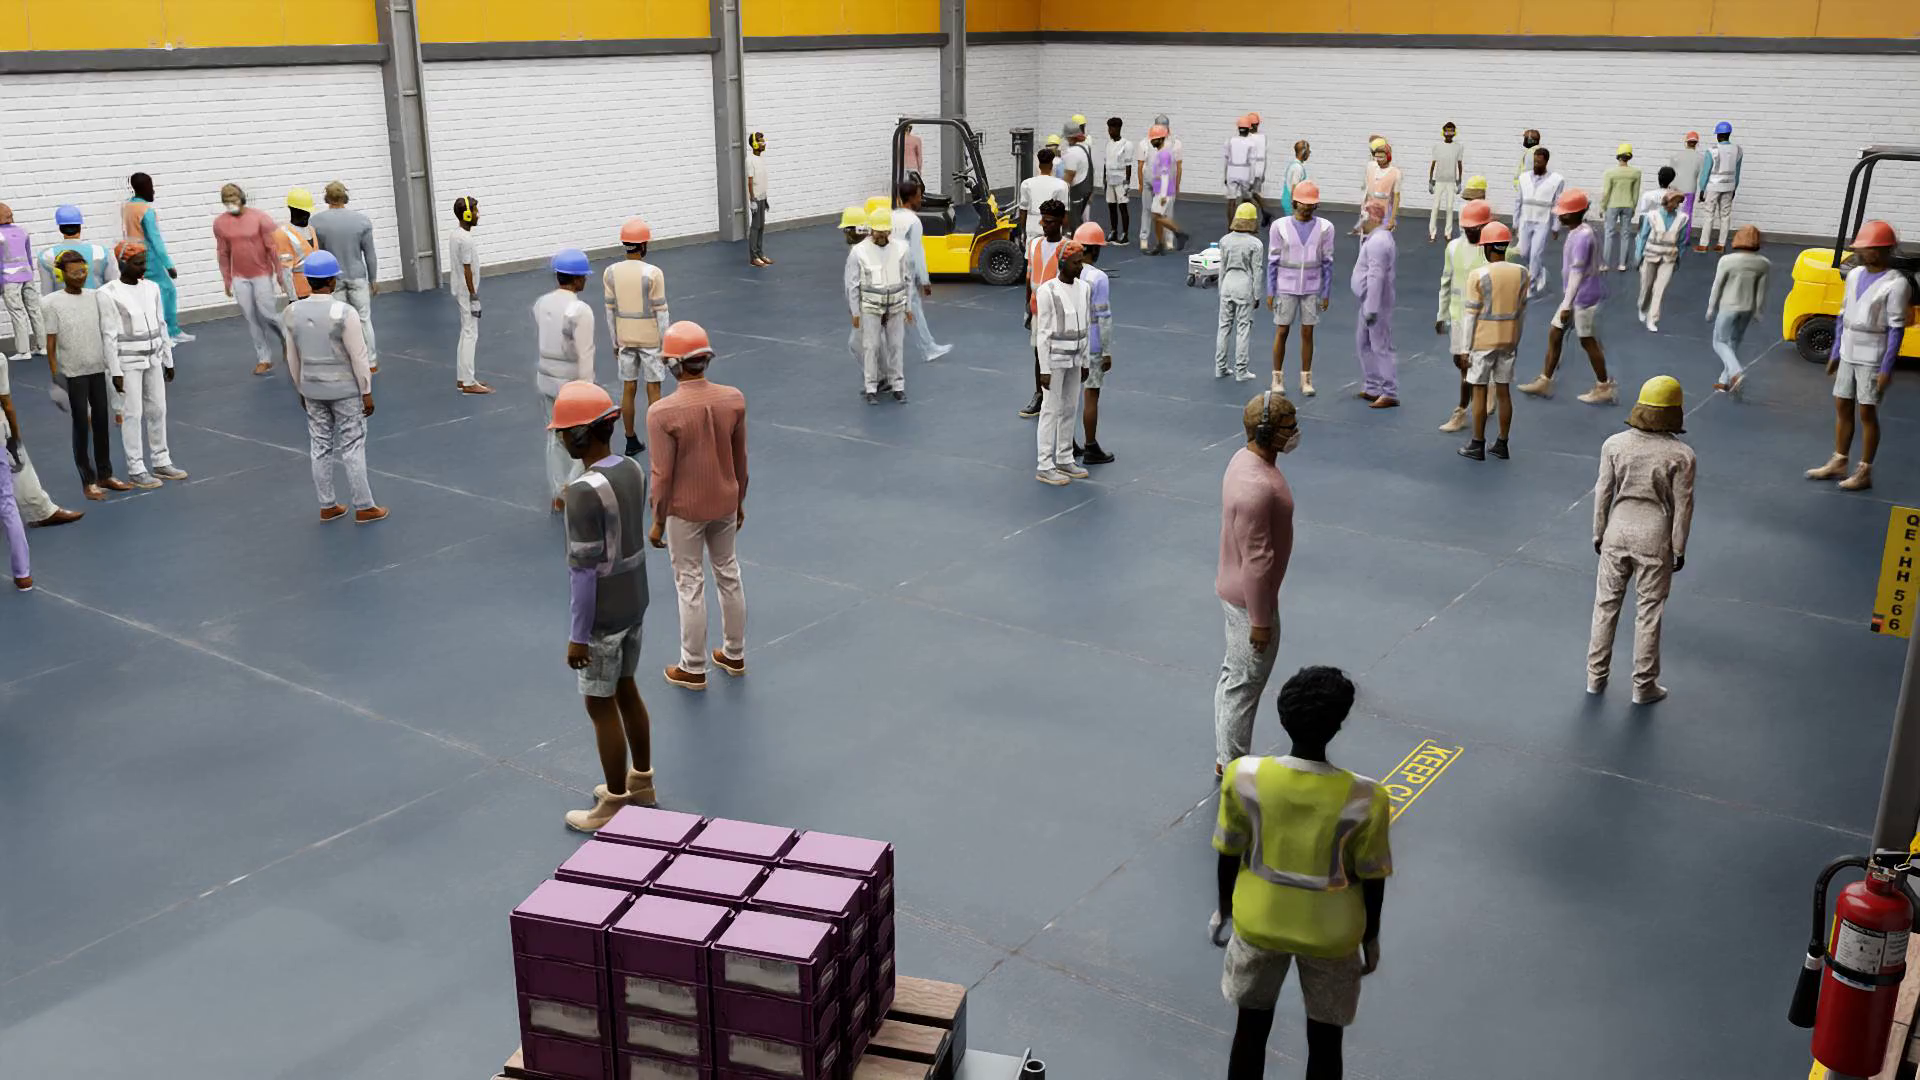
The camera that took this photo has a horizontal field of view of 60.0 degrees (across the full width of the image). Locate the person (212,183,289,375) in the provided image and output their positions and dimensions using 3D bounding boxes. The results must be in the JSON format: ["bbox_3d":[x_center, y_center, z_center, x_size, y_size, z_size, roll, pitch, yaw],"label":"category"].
[{"bbox_3d":[-7.069,-2.620,16.665,0.671,1.908,0.552,2,18,6],"label":"person"}]

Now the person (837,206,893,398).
[{"bbox_3d":[-0.863,-2.208,15.556,0.536,1.795,0.633,-5,18,-16],"label":"person"}]

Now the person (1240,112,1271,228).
[{"bbox_3d":[4.859,-6.050,27.374,0.556,1.920,0.566,-10,20,-28],"label":"person"}]

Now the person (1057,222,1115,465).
[{"bbox_3d":[1.013,-1.571,13.340,0.358,1.937,0.544,-16,24,-40],"label":"person"}]

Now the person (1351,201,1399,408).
[{"bbox_3d":[3.851,-2.155,15.299,0.515,1.872,0.690,3,18,10],"label":"person"}]

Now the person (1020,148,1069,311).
[{"bbox_3d":[1.014,-3.720,20.036,0.603,1.957,0.386,5,18,16],"label":"person"}]

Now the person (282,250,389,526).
[{"bbox_3d":[-4.410,-1.058,11.714,0.602,1.949,0.389,4,18,13],"label":"person"}]

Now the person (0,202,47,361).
[{"bbox_3d":[-9.832,-2.684,17.306,0.315,1.636,0.515,5,18,16],"label":"person"}]

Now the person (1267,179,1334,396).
[{"bbox_3d":[3.195,-2.362,15.662,0.611,2.035,0.406,1,18,3],"label":"person"}]

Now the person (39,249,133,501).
[{"bbox_3d":[-6.507,-1.240,12.415,0.340,1.870,0.537,10,20,29],"label":"person"}]

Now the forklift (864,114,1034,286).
[{"bbox_3d":[-0.171,-4.594,22.377,2.313,2.155,1.214,1,18,3],"label":"forklift"}]

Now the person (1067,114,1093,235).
[{"bbox_3d":[1.931,-5.899,26.902,0.373,1.921,0.585,8,19,23],"label":"person"}]

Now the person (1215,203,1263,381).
[{"bbox_3d":[2.767,-2.450,16.418,0.480,1.733,0.338,14,22,36],"label":"person"}]

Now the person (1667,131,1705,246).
[{"bbox_3d":[11.177,-5.425,25.718,0.637,1.740,0.391,6,19,17],"label":"person"}]

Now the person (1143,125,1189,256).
[{"bbox_3d":[3.031,-5.148,24.561,0.628,1.910,0.578,-2,18,-5],"label":"person"}]

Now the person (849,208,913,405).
[{"bbox_3d":[-0.722,-2.153,15.359,0.601,1.817,0.403,-6,19,-18],"label":"person"}]

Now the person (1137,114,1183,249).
[{"bbox_3d":[3.032,-5.440,25.273,0.684,2.000,0.536,1,18,3],"label":"person"}]

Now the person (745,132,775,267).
[{"bbox_3d":[-2.862,-4.852,23.704,0.324,1.876,0.517,5,18,14],"label":"person"}]

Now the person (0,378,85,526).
[{"bbox_3d":[-6.737,-0.903,11.392,1.006,1.856,0.670,-9,20,-26],"label":"person"}]

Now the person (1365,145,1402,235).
[{"bbox_3d":[5.573,-4.294,22.013,0.390,1.840,0.565,-11,21,-32],"label":"person"}]

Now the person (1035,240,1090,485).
[{"bbox_3d":[0.798,-1.364,12.797,0.568,1.878,0.352,-17,24,-42],"label":"person"}]

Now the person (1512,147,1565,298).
[{"bbox_3d":[7.348,-4.035,21.119,0.600,1.896,0.732,16,24,41],"label":"person"}]

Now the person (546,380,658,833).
[{"bbox_3d":[-1.581,0.301,7.344,0.410,2.028,0.619,3,18,10],"label":"person"}]

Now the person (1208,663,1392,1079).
[{"bbox_3d":[1.038,1.187,5.107,0.537,1.698,0.321,7,19,20],"label":"person"}]

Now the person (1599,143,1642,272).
[{"bbox_3d":[9.168,-4.620,23.152,0.523,1.769,0.309,0,18,-1],"label":"person"}]

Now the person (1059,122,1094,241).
[{"bbox_3d":[1.646,-5.048,24.047,0.536,2.000,0.718,7,19,22],"label":"person"}]

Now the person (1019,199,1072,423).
[{"bbox_3d":[0.814,-2.027,14.716,0.603,1.967,0.366,14,22,37],"label":"person"}]

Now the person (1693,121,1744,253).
[{"bbox_3d":[11.359,-5.271,24.912,0.605,1.939,0.415,-2,18,-7],"label":"person"}]

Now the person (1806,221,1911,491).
[{"bbox_3d":[6.823,-1.384,12.602,0.428,2.033,0.642,-3,18,-10],"label":"person"}]

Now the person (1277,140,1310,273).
[{"bbox_3d":[4.598,-4.568,22.897,0.393,1.825,0.571,1,18,4],"label":"person"}]

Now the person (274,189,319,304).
[{"bbox_3d":[-6.268,-2.395,15.948,0.379,1.918,0.585,2,18,7],"label":"person"}]

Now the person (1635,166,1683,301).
[{"bbox_3d":[8.695,-3.780,20.648,0.541,1.682,0.504,0,18,0],"label":"person"}]

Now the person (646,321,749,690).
[{"bbox_3d":[-1.398,-0.181,8.895,0.608,1.996,0.376,-16,24,-41],"label":"person"}]

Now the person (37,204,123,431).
[{"bbox_3d":[-7.583,-1.922,14.420,0.615,1.943,0.405,-9,20,-26],"label":"person"}]

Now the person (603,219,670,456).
[{"bbox_3d":[-2.593,-1.629,13.521,0.542,1.938,0.358,6,19,17],"label":"person"}]

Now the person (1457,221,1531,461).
[{"bbox_3d":[4.297,-1.606,13.489,0.543,1.920,0.421,-4,18,-13],"label":"person"}]

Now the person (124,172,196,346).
[{"bbox_3d":[-8.601,-3.020,17.952,0.674,1.882,0.617,-16,24,-41],"label":"person"}]

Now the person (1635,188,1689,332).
[{"bbox_3d":[7.999,-3.229,19.049,0.535,1.604,0.713,3,18,11],"label":"person"}]

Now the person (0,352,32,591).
[{"bbox_3d":[-6.096,-0.560,10.309,0.508,1.859,0.326,-11,21,-32],"label":"person"}]

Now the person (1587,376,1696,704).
[{"bbox_3d":[3.581,-0.004,8.752,0.490,1.741,0.323,15,23,39],"label":"person"}]

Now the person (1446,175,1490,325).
[{"bbox_3d":[5.834,-3.293,19.055,0.324,1.737,0.487,1,18,3],"label":"person"}]

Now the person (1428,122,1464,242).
[{"bbox_3d":[7.627,-5.615,26.118,0.506,1.862,0.325,3,18,9],"label":"person"}]

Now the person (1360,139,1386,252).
[{"bbox_3d":[5.968,-4.873,23.945,0.310,1.769,0.525,-1,18,-2],"label":"person"}]

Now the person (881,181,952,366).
[{"bbox_3d":[-0.476,-2.712,17.001,0.974,1.879,0.613,-8,19,-22],"label":"person"}]

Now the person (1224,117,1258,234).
[{"bbox_3d":[4.508,-5.819,26.694,0.558,1.893,0.936,6,19,18],"label":"person"}]

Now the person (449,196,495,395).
[{"bbox_3d":[-4.670,-2.318,15.822,0.342,1.853,0.513,-8,19,-23],"label":"person"}]

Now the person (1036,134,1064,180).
[{"bbox_3d":[1.427,-4.979,24.202,0.580,1.801,0.687,-11,21,-31],"label":"person"}]

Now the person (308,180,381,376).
[{"bbox_3d":[-6.081,-2.571,16.466,0.635,1.936,0.355,-7,19,-21],"label":"person"}]

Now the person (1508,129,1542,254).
[{"bbox_3d":[8.507,-5.215,24.910,0.429,1.833,0.640,10,20,29],"label":"person"}]

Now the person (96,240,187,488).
[{"bbox_3d":[-6.274,-1.343,12.731,0.354,1.876,0.587,7,19,20],"label":"person"}]

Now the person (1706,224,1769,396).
[{"bbox_3d":[7.345,-2.153,15.681,0.506,1.614,0.599,-2,18,-6],"label":"person"}]

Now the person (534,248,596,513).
[{"bbox_3d":[-2.785,-1.126,11.958,0.630,1.926,0.450,13,22,35],"label":"person"}]

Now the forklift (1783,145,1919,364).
[{"bbox_3d":[9.803,-2.879,17.013,2.313,2.155,1.214,12,21,33],"label":"forklift"}]

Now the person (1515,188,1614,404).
[{"bbox_3d":[5.654,-2.234,15.322,0.983,1.982,0.633,4,18,11],"label":"person"}]

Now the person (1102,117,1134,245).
[{"bbox_3d":[2.427,-5.569,25.822,0.391,1.956,0.608,-13,22,-36],"label":"person"}]

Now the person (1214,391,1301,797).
[{"bbox_3d":[1.347,0.272,7.571,0.373,1.940,0.630,2,18,6],"label":"person"}]

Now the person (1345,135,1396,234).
[{"bbox_3d":[6.752,-5.777,27.040,0.828,1.593,0.503,0,18,0],"label":"person"}]

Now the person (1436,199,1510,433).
[{"bbox_3d":[4.527,-1.970,14.501,0.857,2.013,0.656,-14,22,-37],"label":"person"}]

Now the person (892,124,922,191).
[{"bbox_3d":[-0.912,-6.404,28.740,0.524,1.764,0.329,-1,18,-2],"label":"person"}]
